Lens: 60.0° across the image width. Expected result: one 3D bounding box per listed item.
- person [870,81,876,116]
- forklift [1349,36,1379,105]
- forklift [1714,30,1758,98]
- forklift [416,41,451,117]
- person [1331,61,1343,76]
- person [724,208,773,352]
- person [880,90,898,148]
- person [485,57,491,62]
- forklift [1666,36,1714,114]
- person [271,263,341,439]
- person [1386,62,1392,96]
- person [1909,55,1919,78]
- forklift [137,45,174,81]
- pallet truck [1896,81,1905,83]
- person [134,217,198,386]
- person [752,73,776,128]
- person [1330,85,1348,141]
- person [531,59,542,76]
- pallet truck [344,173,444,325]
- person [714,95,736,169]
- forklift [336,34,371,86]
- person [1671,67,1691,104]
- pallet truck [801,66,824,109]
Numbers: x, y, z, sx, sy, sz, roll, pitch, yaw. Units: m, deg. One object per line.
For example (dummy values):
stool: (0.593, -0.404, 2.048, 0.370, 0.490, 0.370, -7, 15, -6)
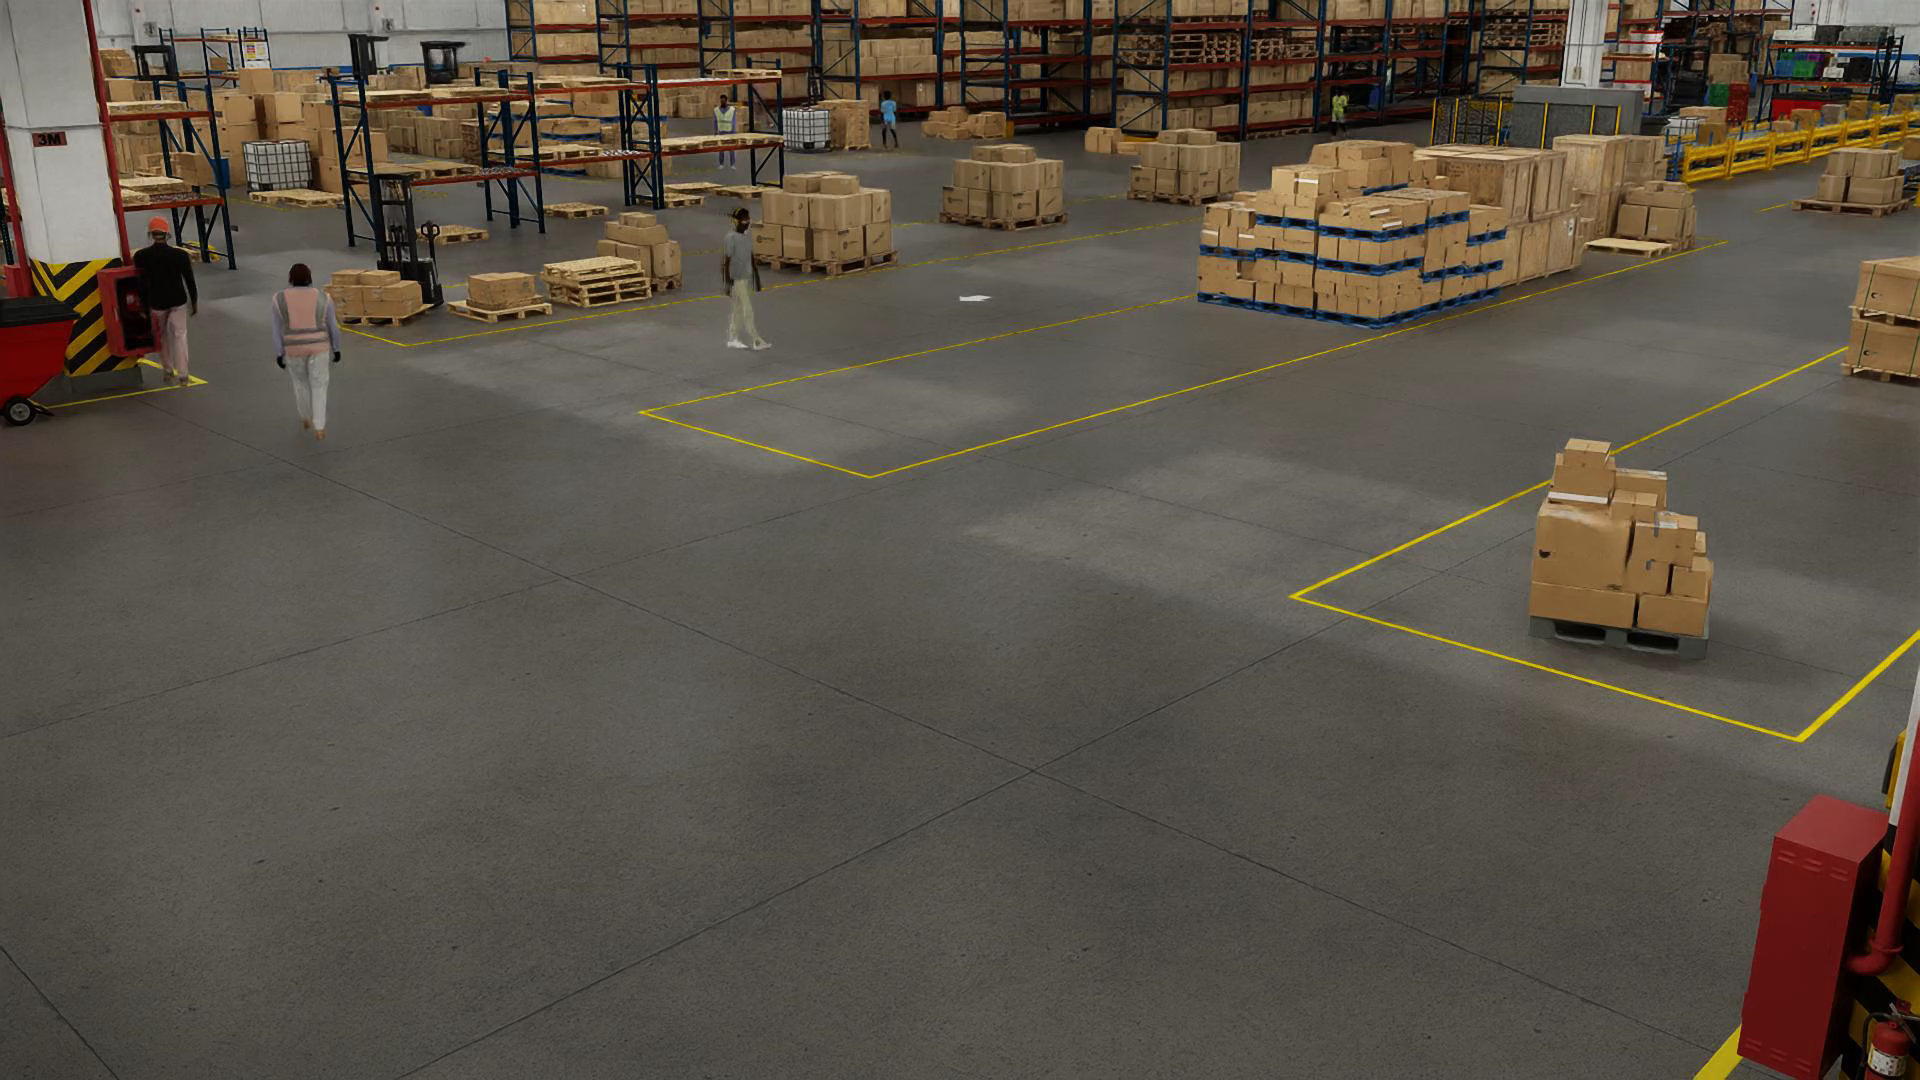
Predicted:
person: (-3.362, -16.597, 61.242, 0.629, 1.947, 0.552, 14, 23, 37)
forklift: (15.032, -17.454, 62.369, 1.129, 2.768, 1.873, 17, 25, 41)
forklift: (33.057, -20.138, 70.454, 1.129, 2.768, 1.873, 17, 25, 41)
forklift: (-17.743, -15.541, 56.603, 1.873, 2.768, 1.129, 16, 24, 41)
person: (15.260, -18.470, 66.984, 0.646, 1.892, 0.436, -8, 20, -22)
person: (-2.711, -3.348, 21.490, 0.859, 1.838, 0.554, 9, 20, 25)
person: (-2.099, -12.381, 48.972, 0.545, 1.668, 0.690, -8, 20, -24)
person: (-18.318, -17.803, 64.842, 0.665, 1.963, 0.796, 0, 18, 0)
forklift: (27.341, -17.291, 61.877, 1.129, 2.768, 1.873, 17, 25, 41)
person: (-6.866, -2.020, 17.550, 0.649, 1.800, 0.910, -6, 19, -18)
person: (17.047, -18.292, 66.687, 0.900, 1.717, 0.540, -7, 20, -20)
person: (42.664, -20.756, 74.166, 0.570, 1.694, 0.928, -6, 19, -17)
forklift: (-25.082, -14.076, 52.191, 1.129, 2.768, 1.873, -11, 21, -29)
pallet truck: (34.802, -16.331, 61.455, 0.653, 1.274, 1.630, 17, 25, 41)
person: (-9.399, -2.843, 19.768, 0.649, 1.964, 0.741, -7, 20, -21)
person: (-6.720, -14.792, 55.960, 1.016, 1.852, 0.645, 13, 22, 34)
person: (11.743, -13.194, 51.415, 0.540, 1.679, 0.625, 17, 25, 41)
person: (-16.483, -17.773, 64.844, 0.881, 1.906, 0.662, 15, 23, 37)
pallet truck: (-8.209, -4.181, 23.757, 0.823, 1.965, 1.885, 3, 19, 9)
person: (-6.100, -10.612, 43.279, 0.589, 1.910, 0.396, 1, 18, 3)
forklift: (-23.405, -18.316, 64.967, 1.129, 2.768, 1.873, 17, 25, 41)
person: (27.960, -17.473, 64.356, 0.901, 1.649, 0.540, 16, 24, 39)
pallet truck: (-4.812, -15.182, 56.903, 0.823, 1.965, 1.885, -9, 21, -26)
